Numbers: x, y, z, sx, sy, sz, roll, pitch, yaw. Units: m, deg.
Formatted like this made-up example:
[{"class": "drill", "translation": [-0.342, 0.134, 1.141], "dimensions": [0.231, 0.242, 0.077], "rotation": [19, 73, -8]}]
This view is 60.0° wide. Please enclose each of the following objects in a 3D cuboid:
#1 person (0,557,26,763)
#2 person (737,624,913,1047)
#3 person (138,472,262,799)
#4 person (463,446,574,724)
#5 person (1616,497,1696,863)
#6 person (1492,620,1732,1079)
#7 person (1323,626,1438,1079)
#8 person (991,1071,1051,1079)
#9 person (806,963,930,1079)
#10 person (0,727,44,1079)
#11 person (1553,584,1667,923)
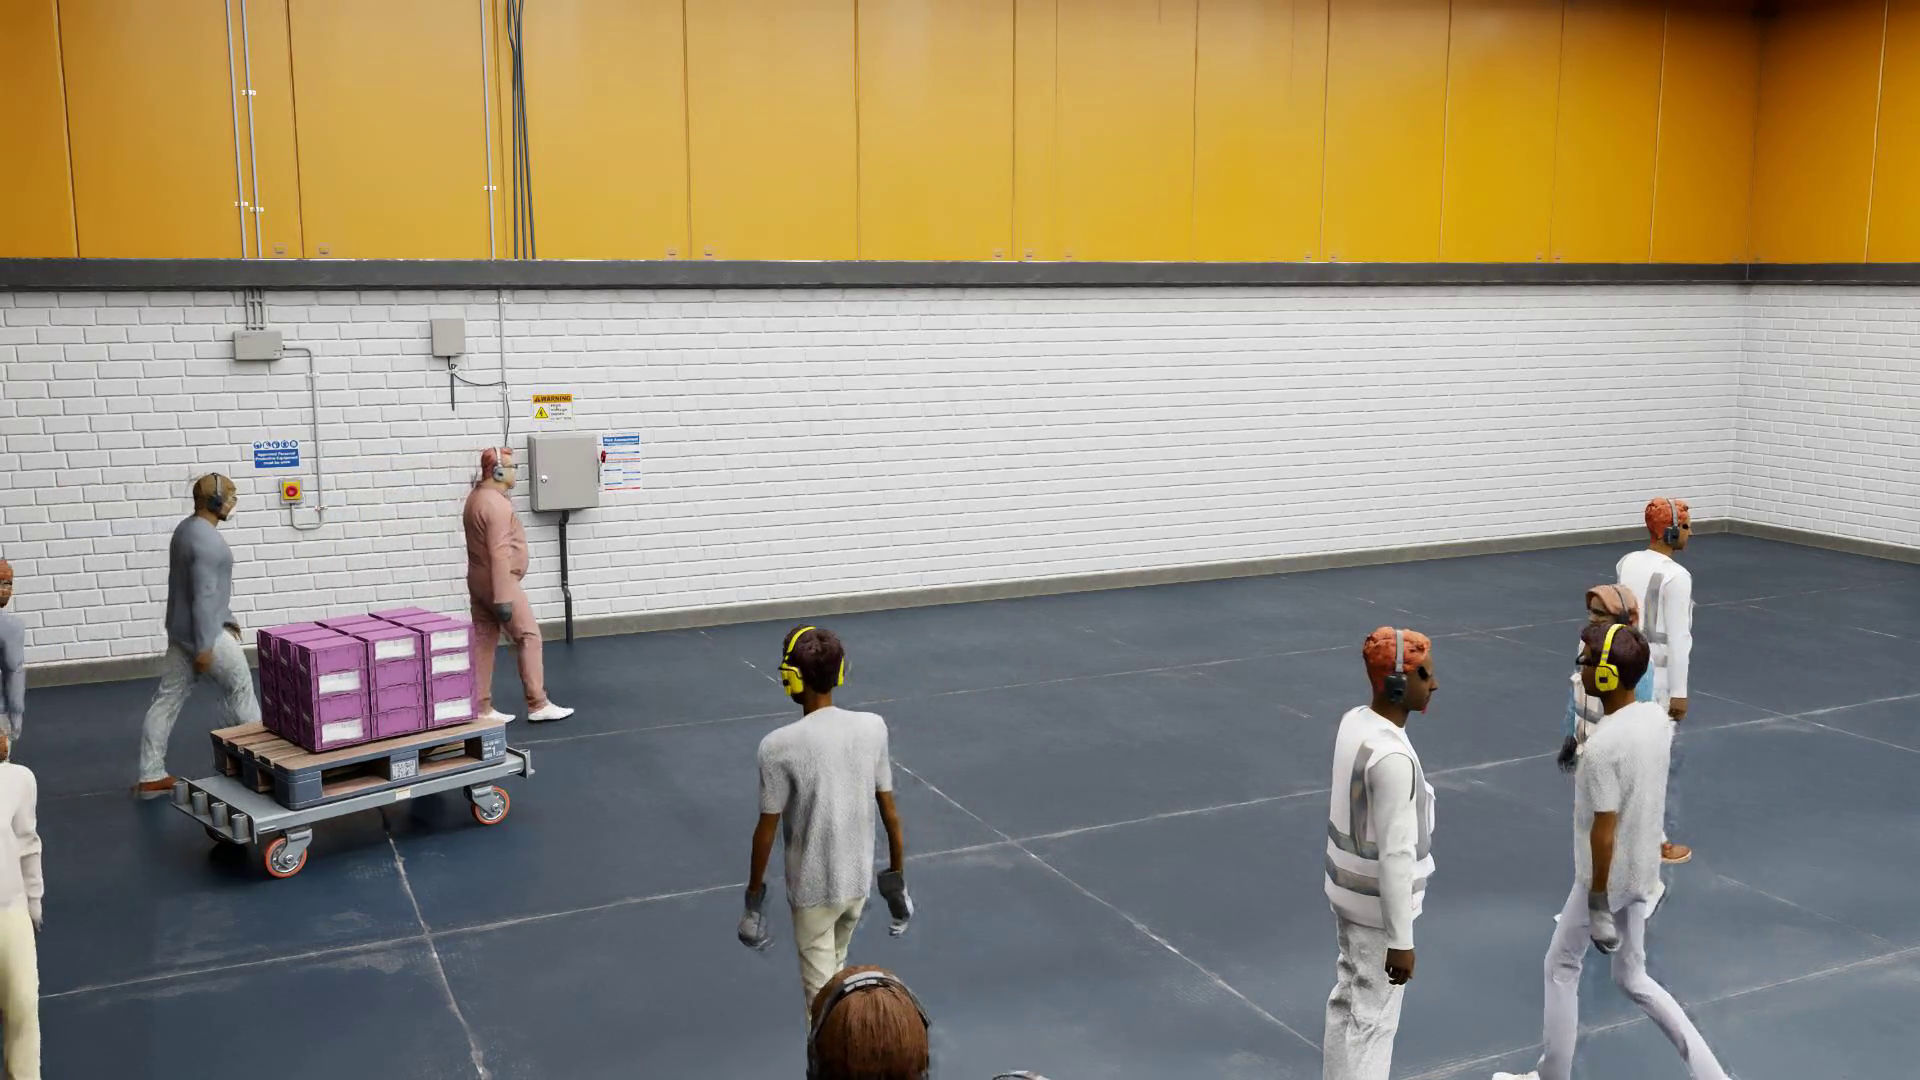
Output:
[{"class": "person", "translation": [-5.026, 0.889, 8.418], "dimensions": [0.562, 1.595, 0.665], "rotation": [0, 9, -2]}, {"class": "person", "translation": [-0.488, 1.202, 5.716], "dimensions": [0.566, 1.842, 0.599], "rotation": [-8, 12, -39]}, {"class": "person", "translation": [-4.353, 0.544, 9.703], "dimensions": [1.040, 1.872, 0.655], "rotation": [-8, 12, -40]}, {"class": "person", "translation": [-2.957, 0.310, 11.116], "dimensions": [0.785, 1.881, 0.673], "rotation": [-6, 11, -32]}, {"class": "person", "translation": [3.583, 0.716, 8.617], "dimensions": [0.354, 1.881, 0.576], "rotation": [-1, 9, -9]}, {"class": "person", "translation": [2.337, 1.191, 5.807], "dimensions": [0.519, 1.843, 0.804], "rotation": [-7, 12, -38]}, {"class": "person", "translation": [1.387, 1.214, 5.520], "dimensions": [0.337, 1.882, 0.584], "rotation": [0, 9, 0]}, {"class": "person", "translation": [0.133, 1.695, 2.462], "dimensions": [0.642, 1.905, 0.810], "rotation": [8, 12, 42]}, {"class": "person", "translation": [-0.100, 1.662, 2.996], "dimensions": [0.634, 1.814, 0.885], "rotation": [-3, 10, -19]}, {"class": "person", "translation": [-3.471, 1.306, 5.803], "dimensions": [0.761, 1.597, 0.500], "rotation": [7, 12, 38]}, {"class": "person", "translation": [2.983, 1.003, 7.638], "dimensions": [0.391, 1.627, 0.520], "rotation": [-1, 9, -8]}]
